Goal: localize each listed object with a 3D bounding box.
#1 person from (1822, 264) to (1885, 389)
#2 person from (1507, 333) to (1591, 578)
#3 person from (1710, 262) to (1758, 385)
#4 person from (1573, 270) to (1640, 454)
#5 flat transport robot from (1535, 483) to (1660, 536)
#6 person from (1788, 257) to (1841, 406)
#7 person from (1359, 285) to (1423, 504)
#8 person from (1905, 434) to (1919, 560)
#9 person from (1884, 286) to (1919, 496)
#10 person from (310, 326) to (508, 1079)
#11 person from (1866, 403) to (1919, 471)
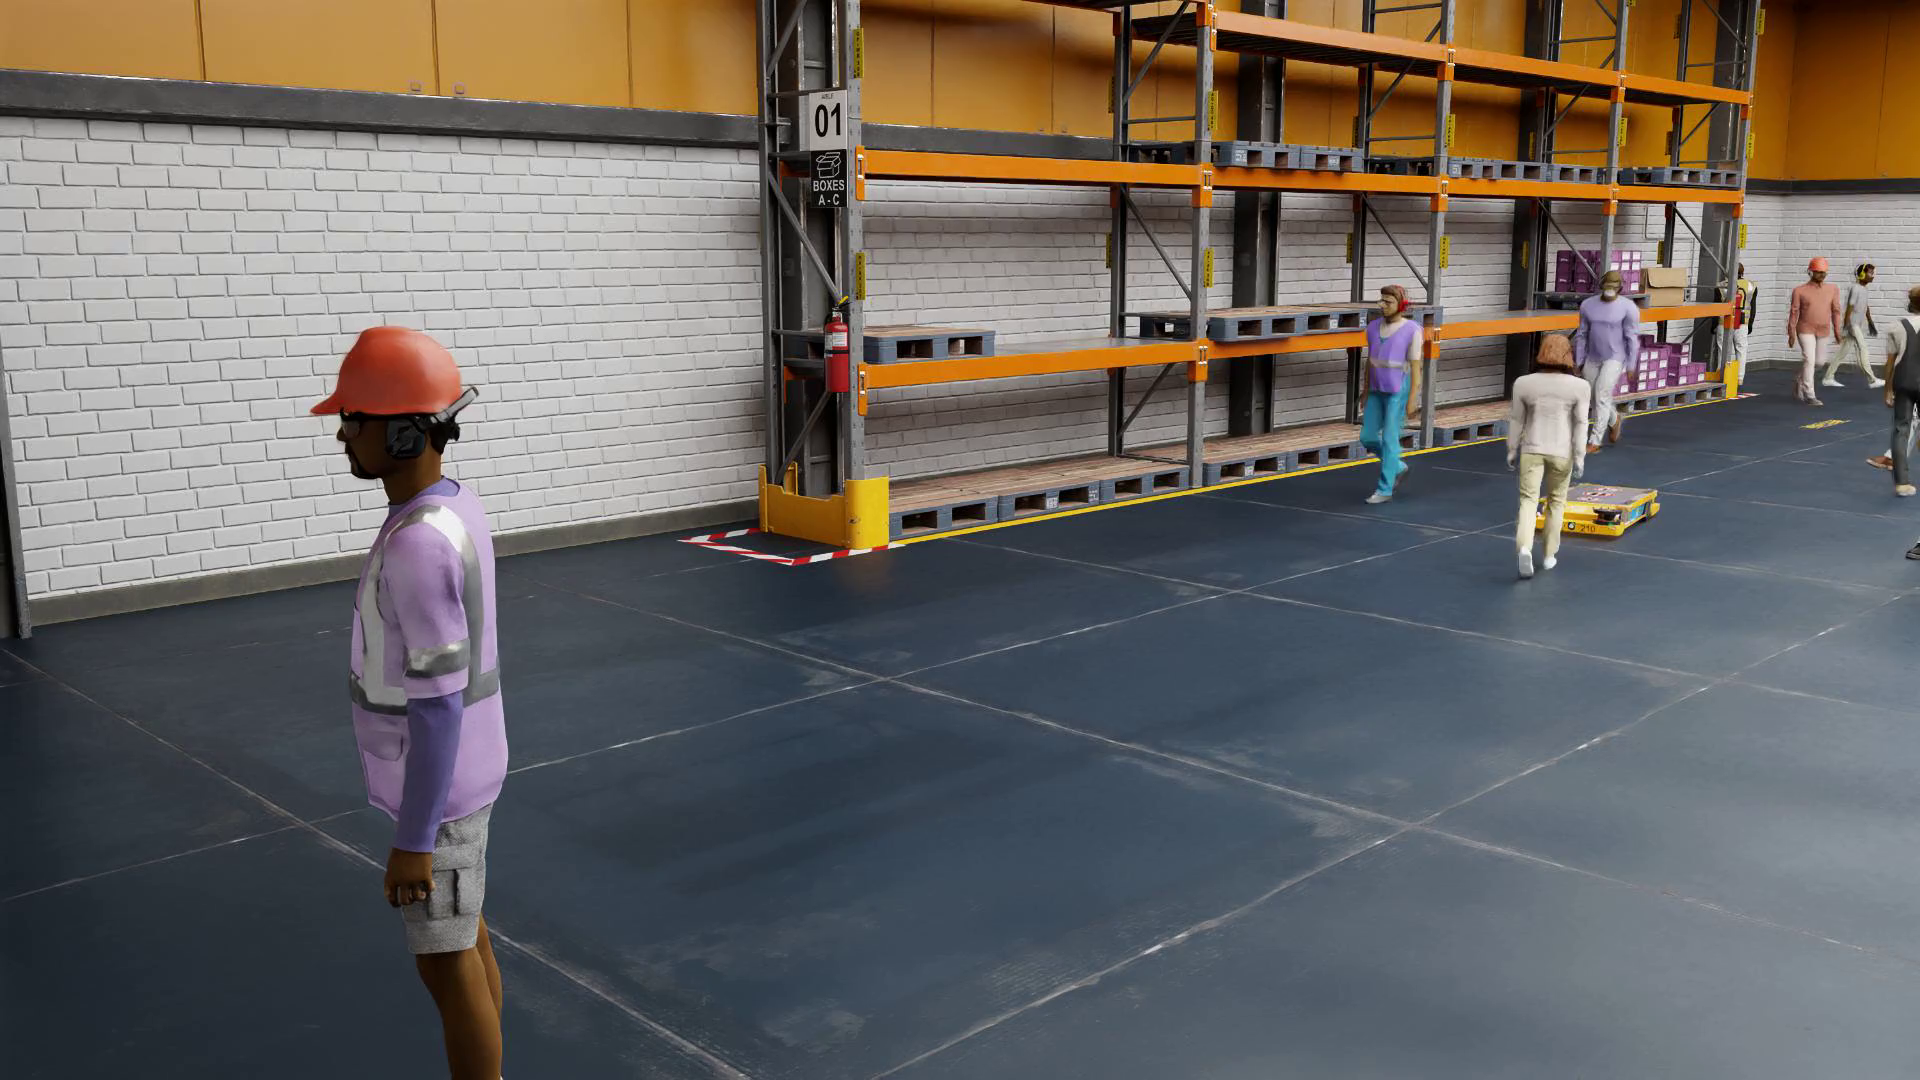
[{"bbox_3d":[13.236,-3.137,24.456,0.961,1.818,0.520,8,13,38],"label":"person"},{"bbox_3d":[3.864,-0.558,10.974,0.507,1.604,0.766,5,11,23],"label":"person"},{"bbox_3d":[11.590,-3.241,24.962,0.621,1.845,0.429,2,11,8],"label":"person"},{"bbox_3d":[6.721,-1.847,17.219,0.788,1.901,0.635,-8,13,-39],"label":"person"},{"bbox_3d":[4.958,-0.254,12.960,0.652,0.197,1.431,7,13,34],"label":"flat transport robot"},{"bbox_3d":[11.339,-2.787,22.164,0.623,1.970,0.877,0,10,0],"label":"person"},{"bbox_3d":[3.614,-1.218,13.940,0.502,1.834,0.584,-6,12,-32],"label":"person"},{"bbox_3d":[6.840,-0.736,11.355,0.403,1.823,0.588,-8,13,-36],"label":"person"},{"bbox_3d":[8.345,-1.297,14.478,0.536,1.795,0.952,9,14,41],"label":"person"},{"bbox_3d":[-1.212,0.544,3.763,0.368,2.047,0.606,-2,11,-13],"label":"person"},{"bbox_3d":[9.003,-1.517,15.547,0.887,1.852,0.580,2,11,10],"label":"person"}]
